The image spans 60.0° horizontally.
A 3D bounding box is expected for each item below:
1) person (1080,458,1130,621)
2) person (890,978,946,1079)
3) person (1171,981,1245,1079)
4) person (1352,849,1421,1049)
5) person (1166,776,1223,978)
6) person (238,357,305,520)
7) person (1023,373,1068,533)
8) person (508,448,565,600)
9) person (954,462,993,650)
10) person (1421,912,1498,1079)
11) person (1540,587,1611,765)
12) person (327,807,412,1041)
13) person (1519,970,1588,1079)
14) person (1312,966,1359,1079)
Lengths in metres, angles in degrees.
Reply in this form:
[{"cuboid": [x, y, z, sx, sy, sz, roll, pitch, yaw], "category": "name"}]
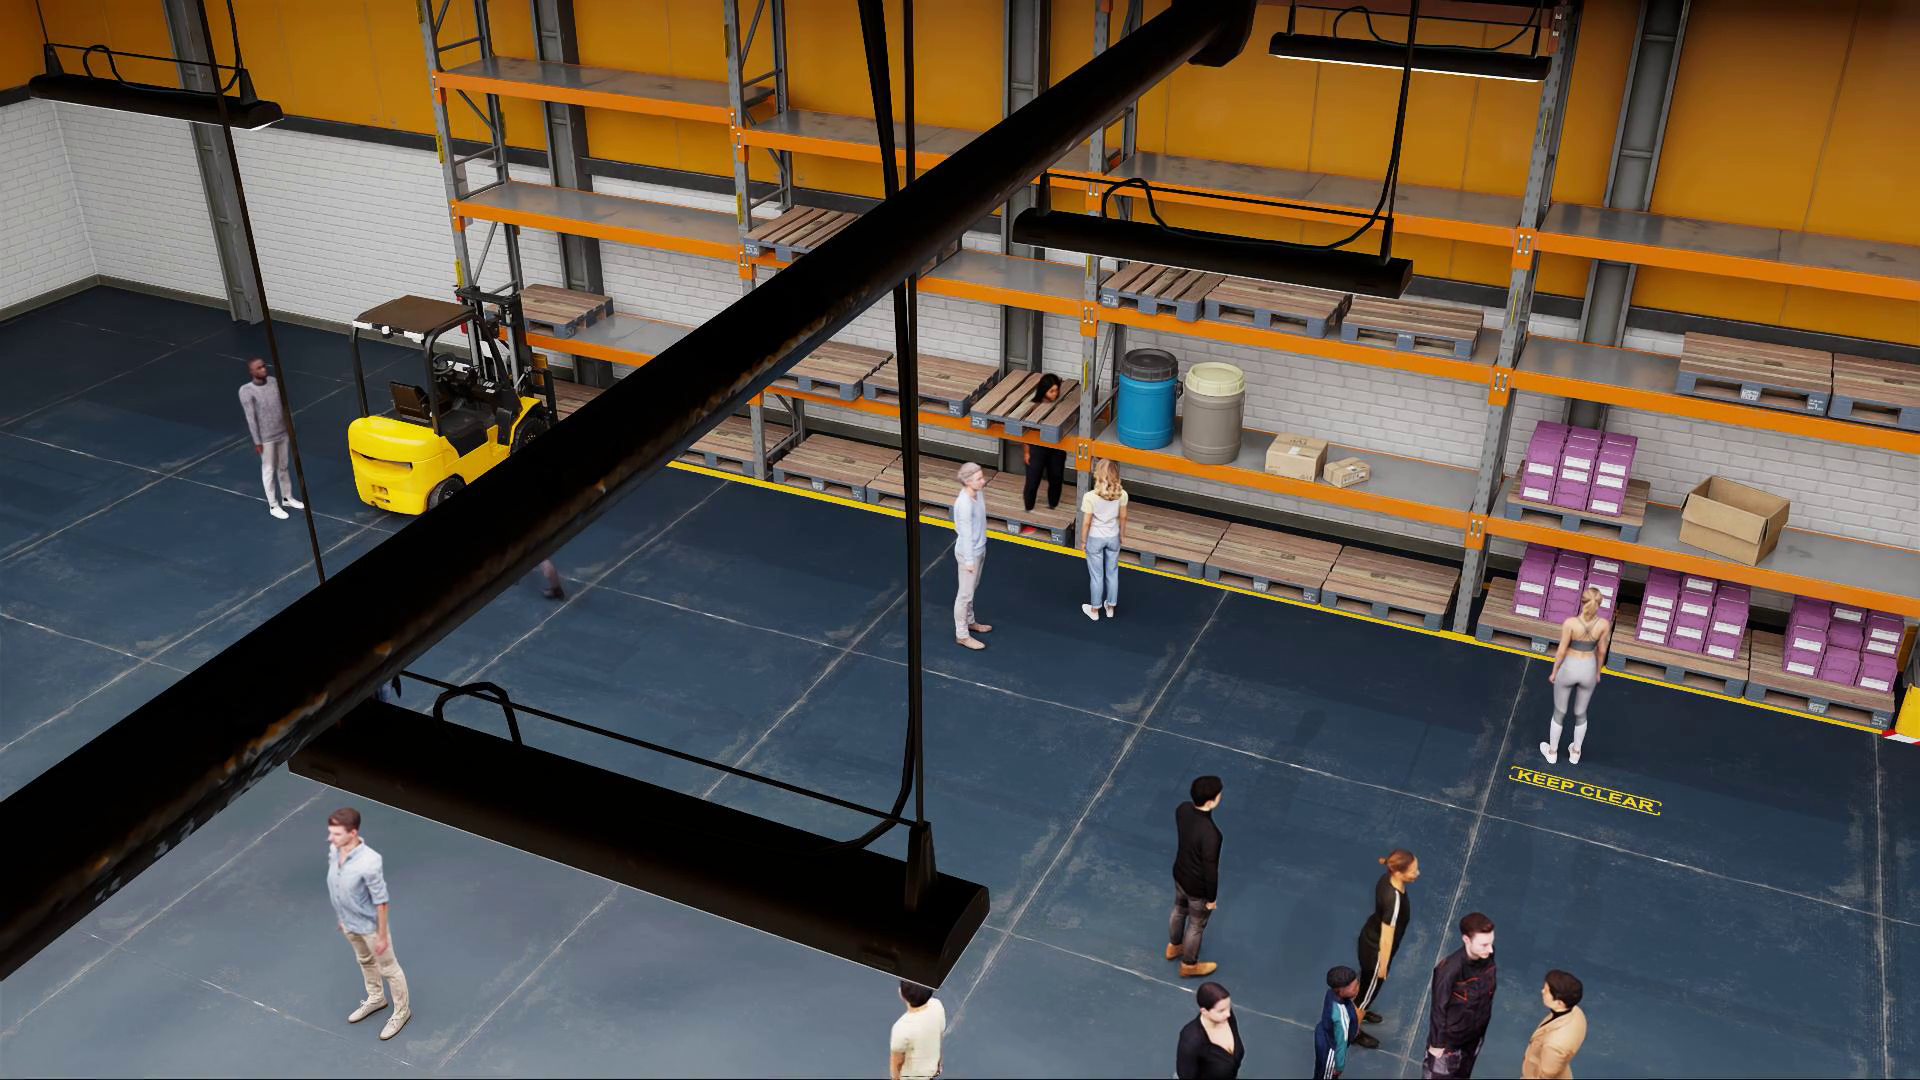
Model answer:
[{"cuboid": [1.405, -0.005, 16.266, 0.698, 1.723, 0.767, -9, 30, -15], "category": "person"}, {"cuboid": [-0.222, 3.338, 10.304, 1.020, 1.563, 0.739, 21, 35, 33], "category": "person"}, {"cuboid": [1.451, 3.351, 10.075, 0.713, 1.759, 0.728, 23, 36, 35], "category": "person"}, {"cuboid": [2.819, 2.746, 11.289, 0.623, 1.659, 0.640, 6, 29, 12], "category": "person"}, {"cuboid": [1.676, 2.386, 11.882, 0.784, 1.722, 0.714, -11, 30, -19], "category": "person"}, {"cuboid": [-7.572, -1.154, 18.252, 0.517, 1.839, 0.677, 13, 31, 22], "category": "person"}, {"cuboid": [0.920, -0.970, 17.941, 0.769, 1.814, 0.834, -9, 30, -16], "category": "person"}, {"cuboid": [-4.211, -0.122, 16.572, 1.020, 1.635, 0.697, 11, 31, 20], "category": "person"}, {"cuboid": [0.096, 0.117, 15.863, 0.639, 1.894, 0.692, 7, 29, 12], "category": "person"}, {"cuboid": [3.115, 3.085, 10.403, 0.775, 1.912, 0.750, -21, 35, -34], "category": "person"}, {"cuboid": [5.252, 1.148, 14.173, 0.568, 1.702, 0.698, 2, 29, 4], "category": "person"}, {"cuboid": [-4.070, 2.589, 11.382, 0.537, 1.847, 0.739, 18, 33, 29], "category": "person"}, {"cuboid": [3.600, 3.334, 10.146, 0.617, 1.721, 0.633, 14, 32, 24], "category": "person"}, {"cuboid": [2.415, 3.247, 10.793, 0.564, 1.255, 0.553, 2, 29, 3], "category": "person"}]
